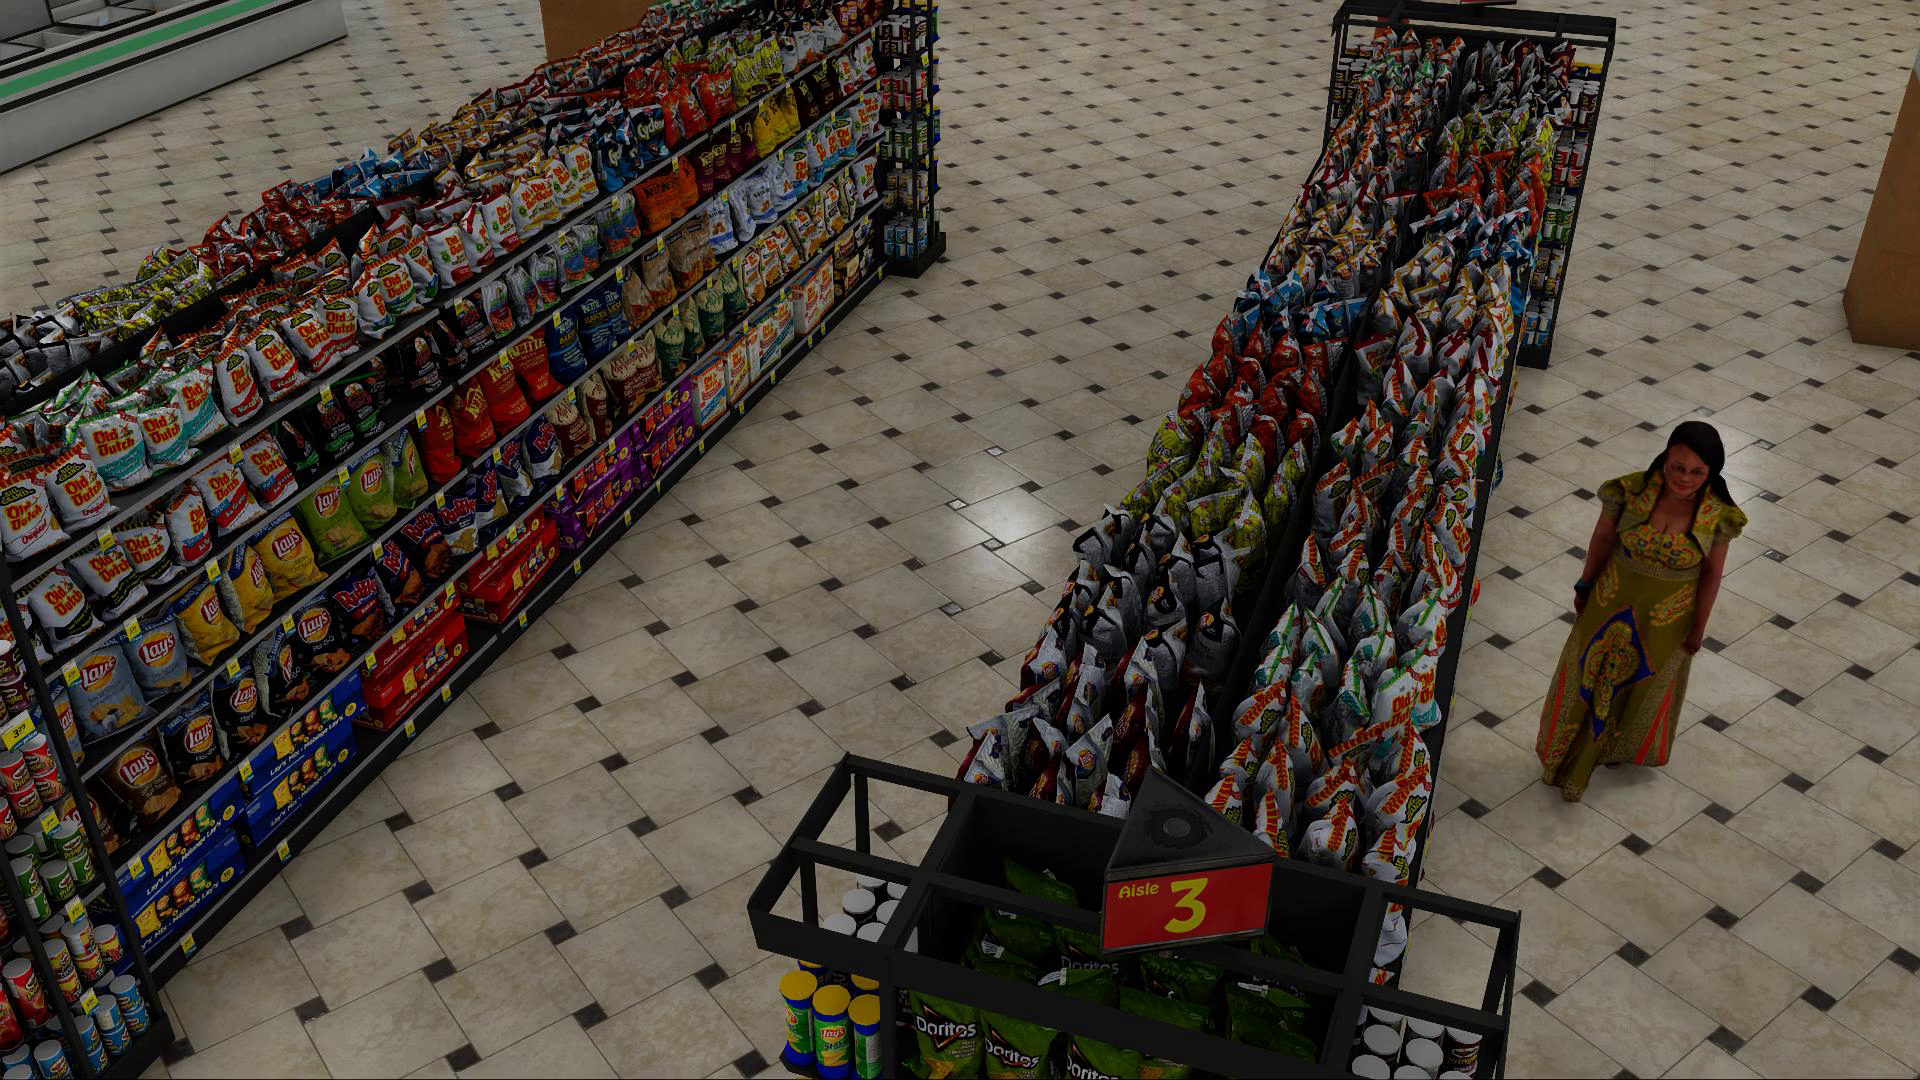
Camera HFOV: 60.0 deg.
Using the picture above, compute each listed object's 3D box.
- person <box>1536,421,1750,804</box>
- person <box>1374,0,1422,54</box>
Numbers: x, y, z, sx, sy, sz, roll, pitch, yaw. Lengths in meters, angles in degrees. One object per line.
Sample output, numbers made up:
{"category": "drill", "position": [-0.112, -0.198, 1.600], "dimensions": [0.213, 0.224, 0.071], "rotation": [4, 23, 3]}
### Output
{"category": "person", "position": [2.723, 0.222, 6.621], "dimensions": [0.710, 1.639, 1.027], "rotation": [11, 33, 16]}
{"category": "person", "position": [4.005, -5.122, 15.204], "dimensions": [0.711, 1.645, 0.647], "rotation": [1, 32, 1]}
